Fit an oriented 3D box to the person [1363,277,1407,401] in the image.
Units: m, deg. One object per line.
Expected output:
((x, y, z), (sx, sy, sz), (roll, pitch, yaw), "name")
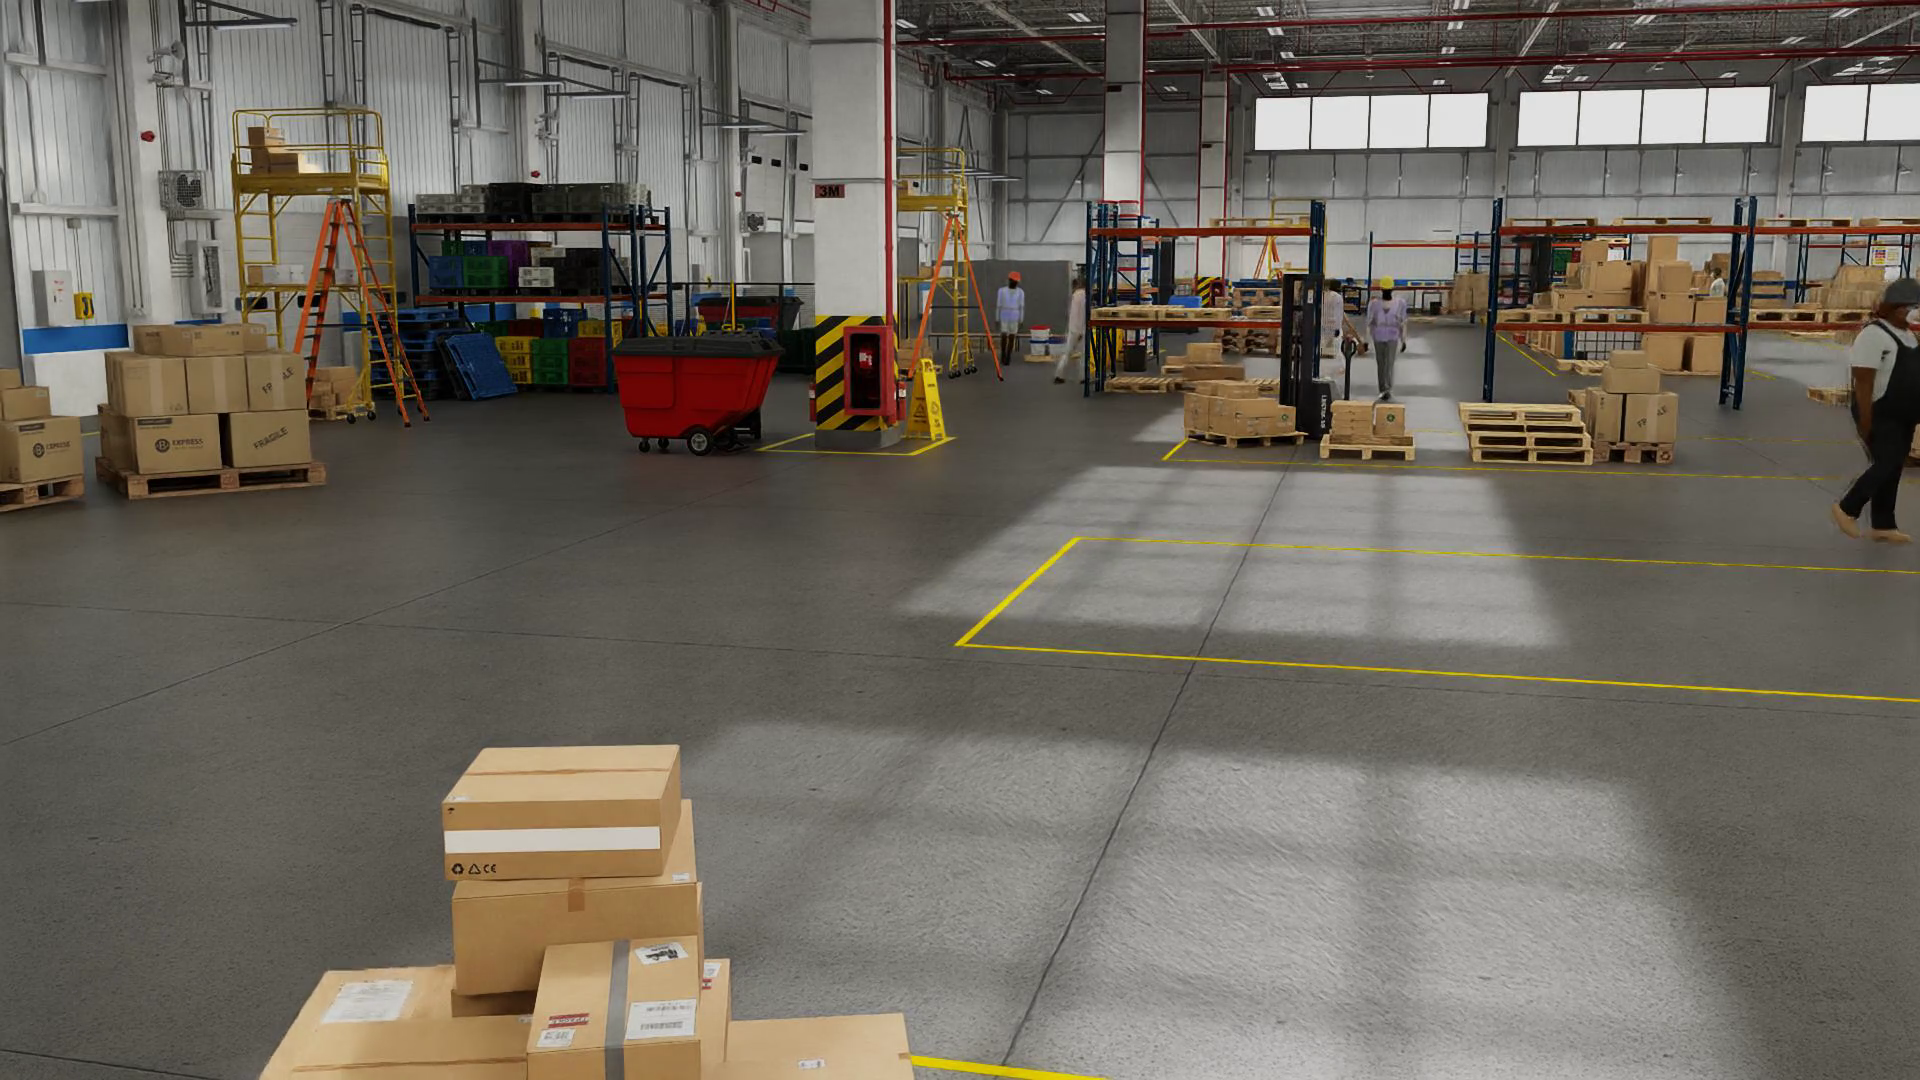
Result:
((6.498, -3.073, 25.456), (0.614, 1.868, 1.010), (3, 10, 19), "person")

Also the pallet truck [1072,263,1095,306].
((4.325, -8.180, 55.162), (0.823, 1.965, 1.885), (6, 11, 31), "pallet truck")

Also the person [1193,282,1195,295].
((8.528, -8.621, 58.752), (0.840, 1.649, 0.556), (-6, 11, -32), "person")

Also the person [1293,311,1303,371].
((6.623, -4.098, 31.908), (0.325, 1.736, 0.487), (6, 11, 32), "person")

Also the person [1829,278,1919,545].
((7.049, -0.967, 12.567), (0.701, 2.000, 0.536), (-7, 12, -35), "person")

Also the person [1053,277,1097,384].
((1.973, -3.597, 28.554), (0.732, 1.896, 0.646), (-3, 10, -18), "person")

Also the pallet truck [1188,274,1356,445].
((3.653, -2.138, 19.590), (1.885, 1.965, 0.823), (-4, 10, -20), "pallet truck")

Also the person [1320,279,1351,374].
((6.886, -3.980, 31.053), (0.947, 1.798, 0.631), (-6, 11, -31), "person")

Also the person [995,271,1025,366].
((1.016, -4.446, 33.436), (0.581, 1.906, 0.652), (-1, 10, -4), "person")

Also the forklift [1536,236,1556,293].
((18.277, -8.092, 52.050), (1.873, 2.768, 1.129), (2, 10, 14), "forklift")

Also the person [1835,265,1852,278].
((27.862, -7.704, 52.522), (0.645, 1.939, 0.630), (0, 10, 0), "person")

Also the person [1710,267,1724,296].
((18.976, -5.875, 41.763), (0.355, 1.936, 0.637), (4, 10, 20), "person")

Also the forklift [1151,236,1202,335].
((5.866, -7.214, 46.878), (1.873, 2.768, 1.129), (2, 10, 14), "forklift")
